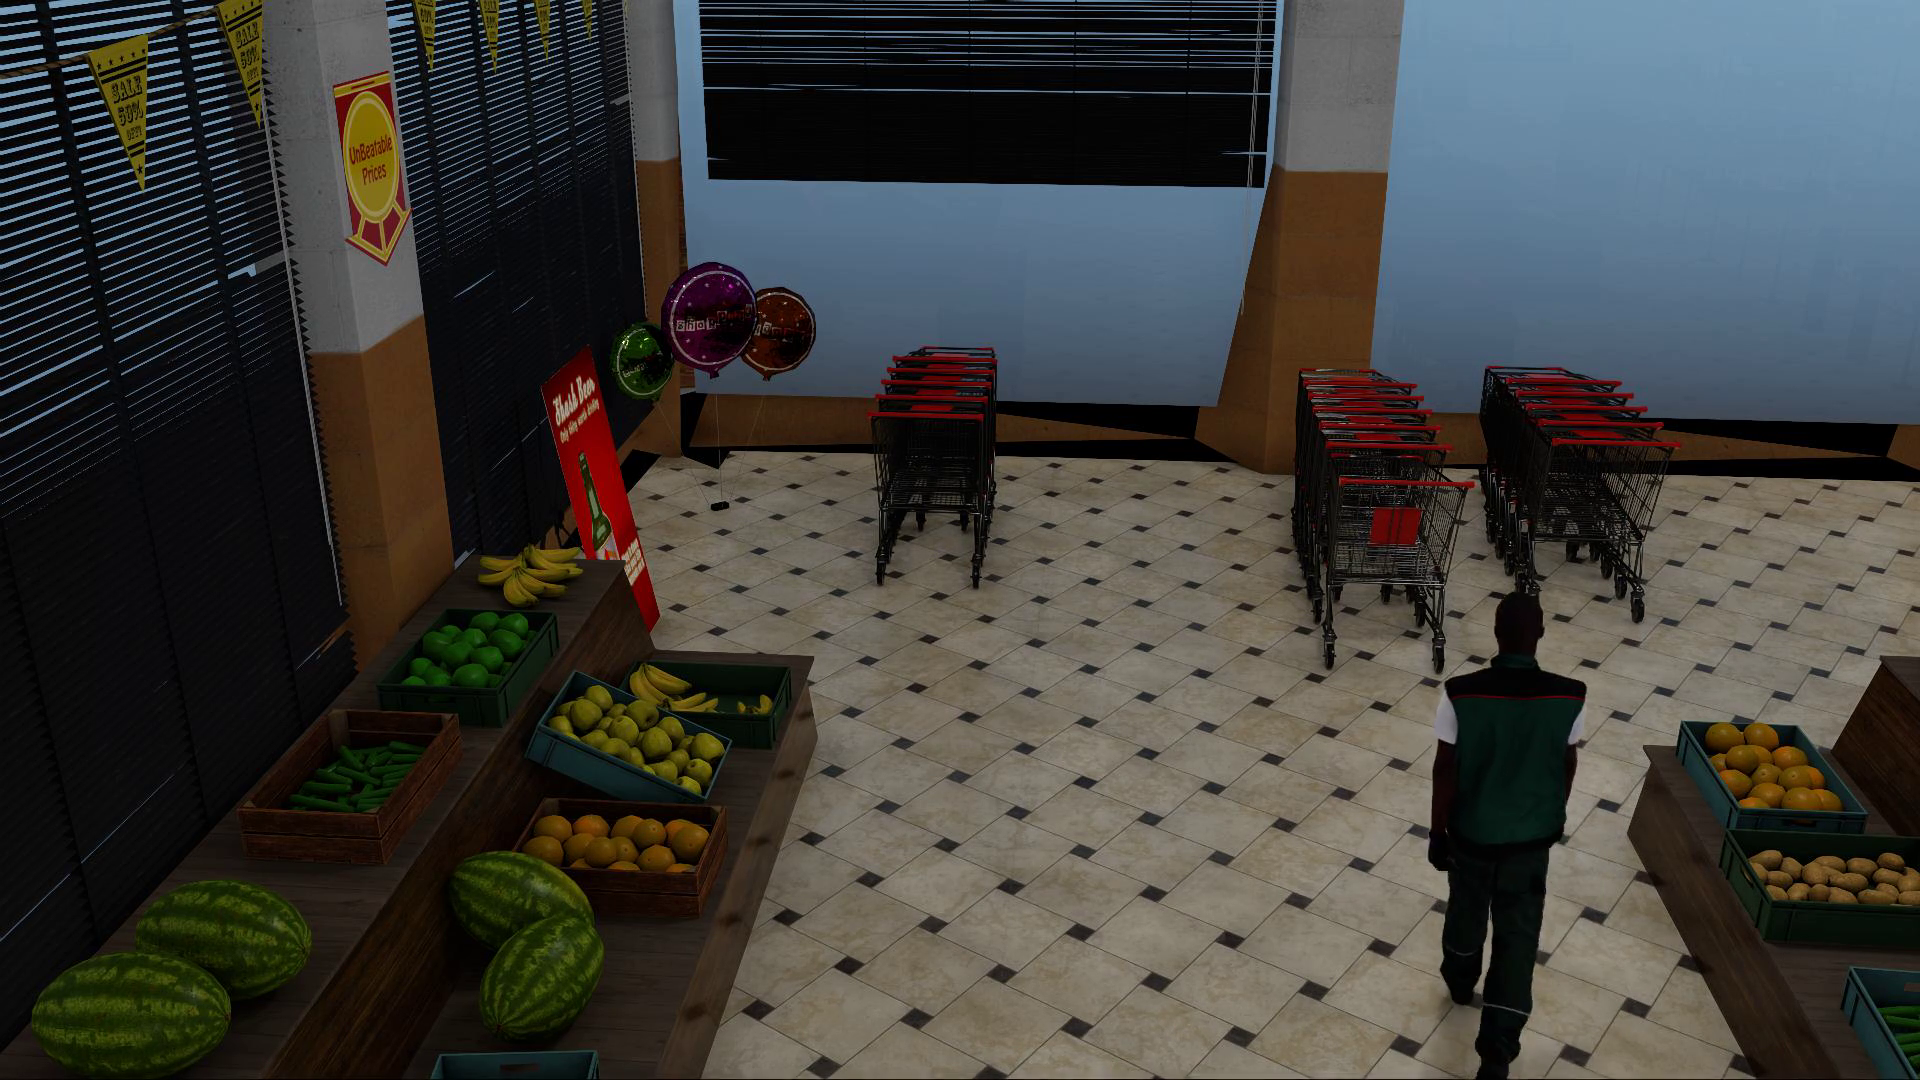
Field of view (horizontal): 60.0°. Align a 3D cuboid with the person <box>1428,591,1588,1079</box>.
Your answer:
[{"bbox_3d":[1.950,1.104,5.959,0.840,1.802,1.257,7,23,16],"label":"person"}]
